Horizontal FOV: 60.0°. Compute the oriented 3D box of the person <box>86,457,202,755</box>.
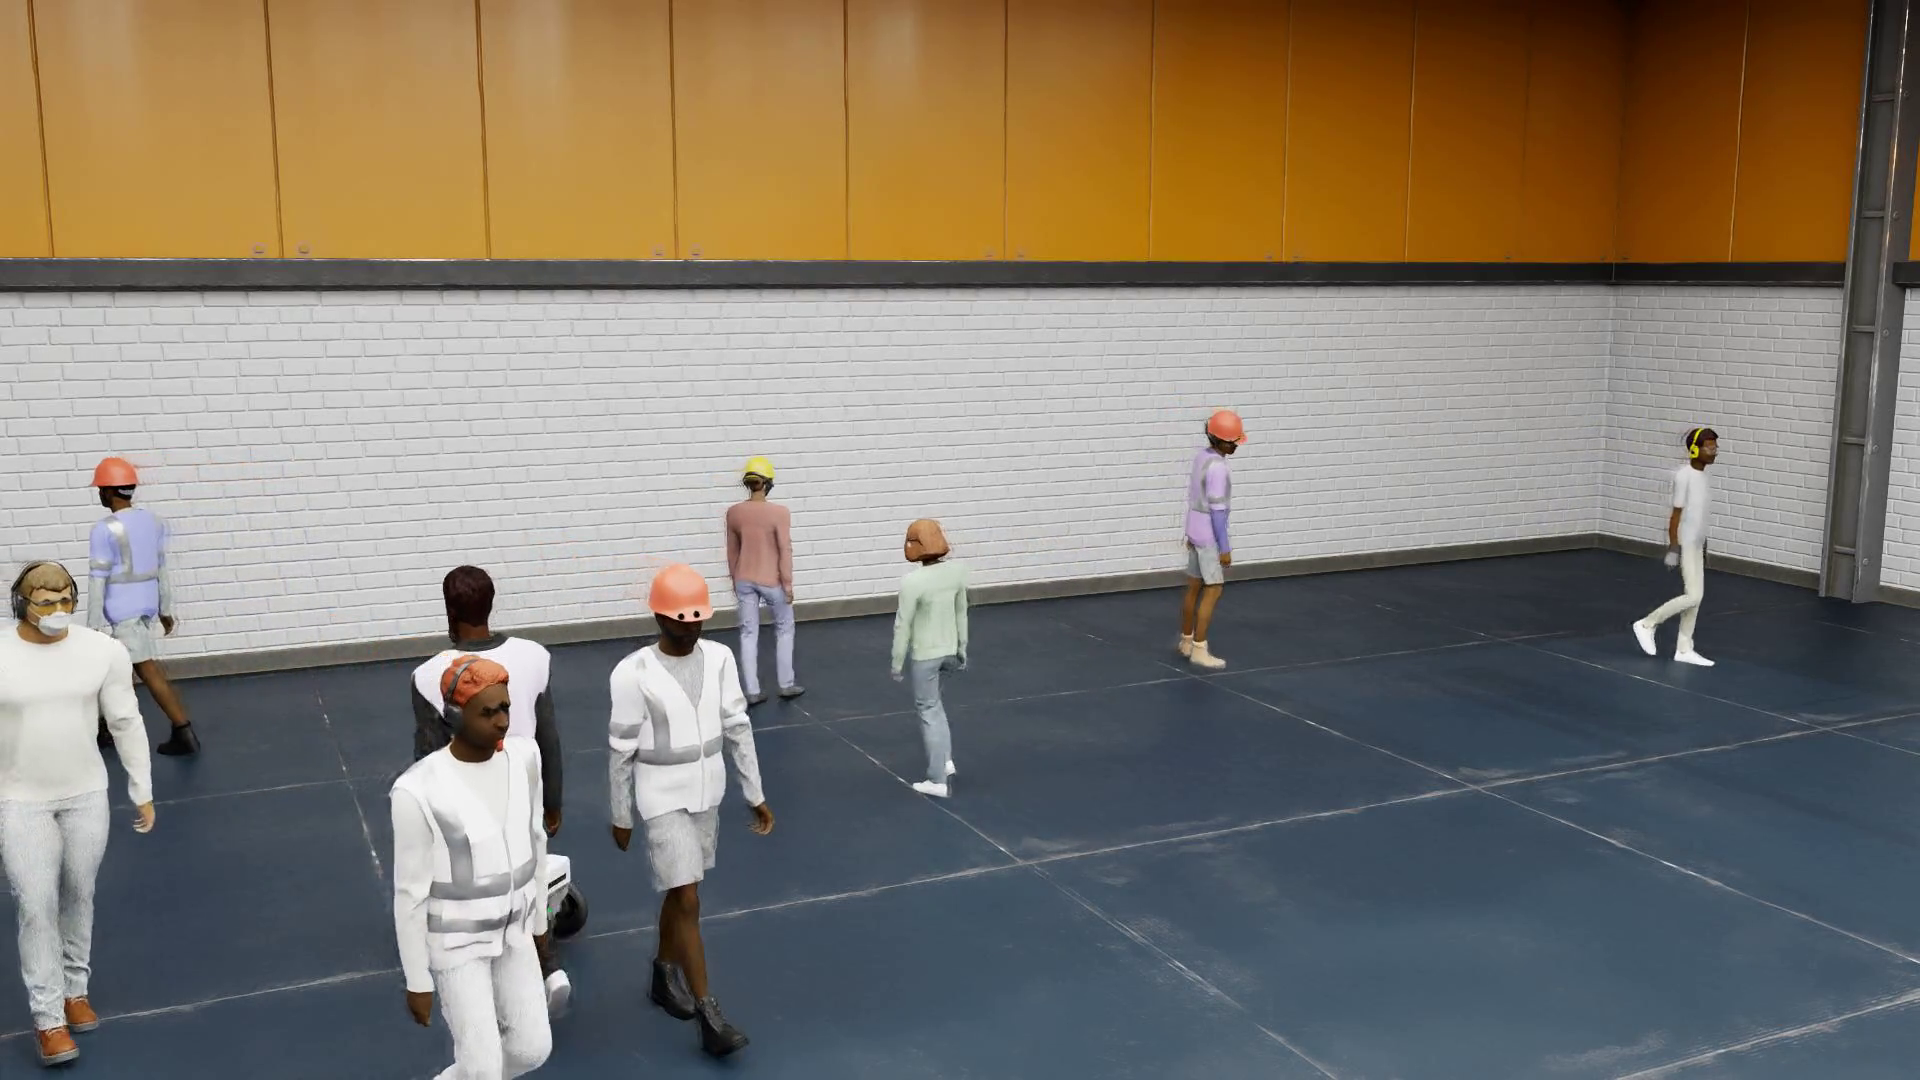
[{"bbox_3d":[-5.219,0.423,10.438,0.977,1.890,0.558,2,9,10],"label":"person"}]

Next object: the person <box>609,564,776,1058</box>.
[{"bbox_3d":[-1.024,1.040,6.533,0.847,1.901,0.547,9,13,44],"label":"person"}]

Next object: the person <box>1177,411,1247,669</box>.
[{"bbox_3d":[1.939,-0.024,12.913,0.403,1.998,0.816,-1,9,-4],"label":"person"}]

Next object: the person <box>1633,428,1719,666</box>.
[{"bbox_3d":[5.608,0.046,12.875,0.497,1.856,0.509,8,12,42],"label":"person"}]

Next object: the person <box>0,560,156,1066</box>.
[{"bbox_3d":[-3.459,1.041,6.458,0.661,1.921,0.721,-9,13,-44],"label":"person"}]

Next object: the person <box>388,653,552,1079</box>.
[{"bbox_3d":[-1.562,1.261,5.275,0.584,1.865,0.591,6,11,32],"label":"person"}]

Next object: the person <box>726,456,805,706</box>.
[{"bbox_3d":[-1.359,0.277,11.709,0.553,1.747,0.593,4,10,22],"label":"person"}]

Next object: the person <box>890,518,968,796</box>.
[{"bbox_3d":[-0.189,0.679,9.671,0.426,1.618,0.515,8,12,42],"label":"person"}]

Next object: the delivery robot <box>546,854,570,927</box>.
[{"bbox_3d":[-2.116,1.520,7.442,0.707,0.478,0.477,3,10,19],"label":"delivery robot"}]

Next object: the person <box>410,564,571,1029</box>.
[{"bbox_3d":[-1.833,1.045,6.503,0.472,1.907,0.595,7,11,37],"label":"person"}]
